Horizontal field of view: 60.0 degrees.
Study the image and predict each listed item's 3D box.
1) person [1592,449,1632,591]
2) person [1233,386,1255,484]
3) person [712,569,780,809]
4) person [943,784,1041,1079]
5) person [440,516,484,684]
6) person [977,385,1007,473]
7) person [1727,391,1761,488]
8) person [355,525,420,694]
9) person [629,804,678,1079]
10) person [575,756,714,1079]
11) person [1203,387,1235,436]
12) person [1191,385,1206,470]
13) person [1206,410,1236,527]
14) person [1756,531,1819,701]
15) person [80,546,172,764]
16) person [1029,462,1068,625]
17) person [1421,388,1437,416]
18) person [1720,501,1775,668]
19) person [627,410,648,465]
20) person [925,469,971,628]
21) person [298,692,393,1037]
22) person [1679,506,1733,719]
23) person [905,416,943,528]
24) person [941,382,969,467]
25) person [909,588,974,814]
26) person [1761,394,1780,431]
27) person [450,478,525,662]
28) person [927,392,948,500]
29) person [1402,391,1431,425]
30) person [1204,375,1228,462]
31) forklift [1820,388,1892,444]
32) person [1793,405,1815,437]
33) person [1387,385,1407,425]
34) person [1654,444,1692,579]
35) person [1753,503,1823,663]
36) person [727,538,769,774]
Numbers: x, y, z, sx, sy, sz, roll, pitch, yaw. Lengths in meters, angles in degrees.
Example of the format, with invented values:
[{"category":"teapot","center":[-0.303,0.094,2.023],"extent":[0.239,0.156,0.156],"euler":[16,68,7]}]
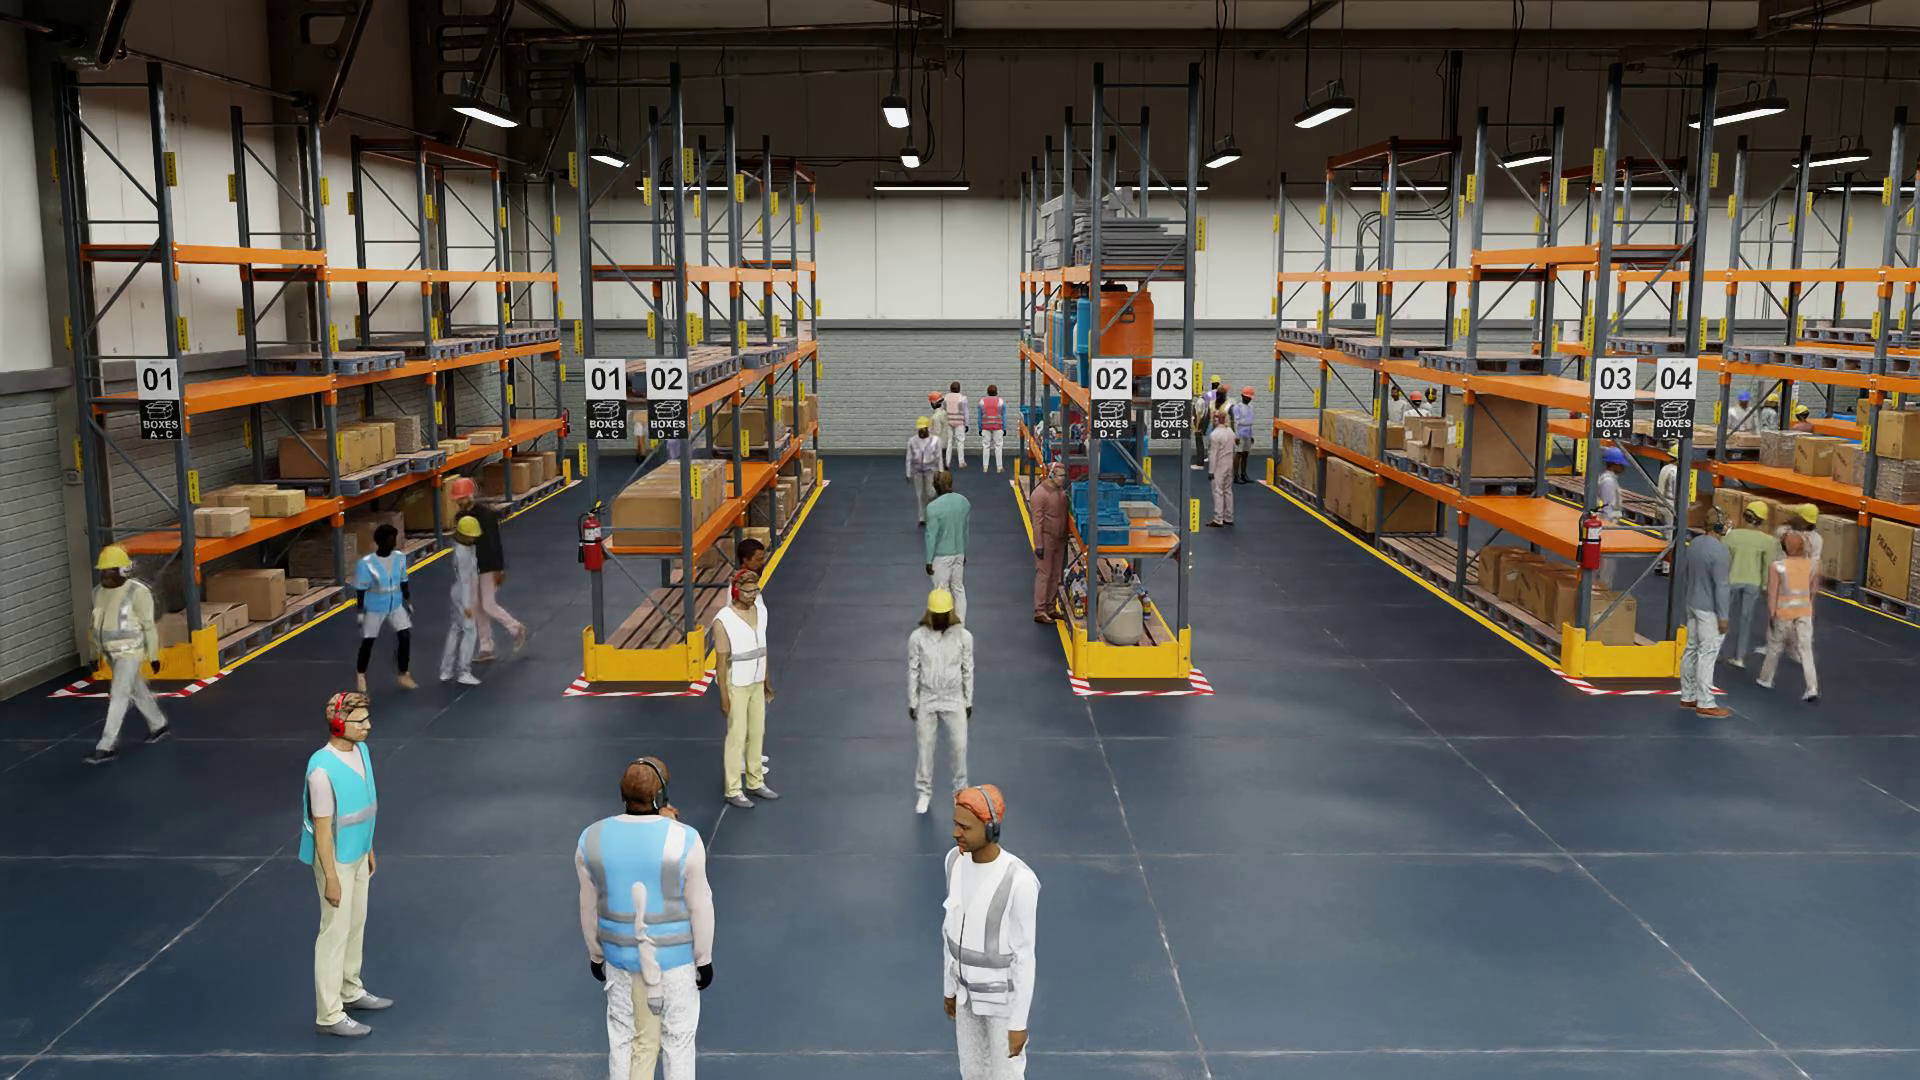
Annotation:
[{"category":"person","center":[8.094,-0.180,20.724],"extent":[0.541,1.918,0.651],"euler":[3,9,20]},{"category":"person","center":[5.614,-2.062,32.766],"extent":[0.542,1.930,0.367],"euler":[-8,12,-44]},{"category":"person","center":[-1.652,1.119,12.630],"extent":[0.411,1.830,0.574],"euler":[5,10,30]},{"category":"person","center":[0.115,1.955,7.100],"extent":[0.357,1.879,0.574],"euler":[-7,11,-37]},{"category":"person","center":[-4.951,0.589,16.452],"extent":[0.531,1.698,0.578],"euler":[-2,9,-13]},{"category":"person","center":[0.681,-2.322,34.717],"extent":[0.625,1.846,0.429],"euler":[1,9,8]},{"category":"person","center":[14.967,-1.894,31.788],"extent":[0.603,1.892,0.999],"euler":[0,9,1]},{"category":"person","center":[-5.554,0.664,16.067],"extent":[0.713,1.659,0.603],"euler":[7,11,38]},{"category":"person","center":[-1.410,1.990,7.648],"extent":[0.281,1.633,0.499],"euler":[-2,9,-10]},{"category":"person","center":[-1.414,1.892,7.613],"extent":[0.621,1.845,0.429],"euler":[1,9,9]},{"category":"person","center":[5.460,-2.297,34.677],"extent":[0.614,1.814,0.873],"euler":[8,12,42]},{"category":"person","center":[5.056,-2.404,35.262],"extent":[0.348,1.841,0.502],"euler":[1,9,8]},{"category":"person","center":[4.224,-1.163,27.107],"extent":[0.397,1.900,0.648],"euler":[7,11,39]},{"category":"person","center":[7.990,0.719,15.951],"extent":[0.524,1.596,0.868],"euler":[0,9,1]},{"category":"person","center":[-7.055,0.928,14.007],"extent":[0.607,1.786,0.955],"euler":[4,10,23]},{"category":"person","center":[1.075,0.028,19.449],"extent":[0.401,1.896,0.650],"euler":[6,11,34]},{"category":"person","center":[9.367,-2.115,33.316],"extent":[0.309,1.864,0.535],"euler":[1,9,5]},{"category":"person","center":[8.134,0.448,17.313],"extent":[0.558,1.720,0.713],"euler":[4,10,23]},{"category":"person","center":[-6.998,-2.589,36.367],"extent":[0.667,1.873,0.984],"euler":[-6,10,-32]},{"category":"person","center":[-0.145,0.183,18.339],"extent":[0.372,1.930,0.631],"euler":[9,12,44]},{"category":"person","center":[-3.289,1.706,8.845],"extent":[0.392,1.836,0.561],"euler":[0,9,1]},{"category":"person","center":[6.861,0.654,15.263],"extent":[0.376,1.940,0.627],"euler":[-1,9,-3]},{"category":"person","center":[-0.588,-1.093,26.890],"extent":[0.616,1.813,0.445],"euler":[2,9,10]},{"category":"person","center":[-0.104,-2.480,35.739],"extent":[0.627,1.843,0.429],"euler":[3,9,17]},{"category":"person","center":[-0.140,1.201,12.415],"extent":[0.487,1.734,0.347],"euler":[0,9,3]},{"category":"person","center":[16.338,-2.090,33.580],"extent":[0.324,1.730,0.494],"euler":[0,9,1]},{"category":"person","center":[-5.001,0.303,17.458],"extent":[0.653,1.955,0.653],"euler":[6,11,34]},{"category":"person","center":[-0.406,-1.712,30.334],"extent":[0.391,1.986,0.608],"euler":[2,9,13]},{"category":"person","center":[8.551,-1.828,31.280],"extent":[0.546,1.931,0.378],"euler":[-1,9,-7]},{"category":"person","center":[5.632,-2.678,36.737],"extent":[0.588,1.927,0.365],"euler":[-3,9,-19]},{"category":"forklift","center":[20.072,-3.110,36.462],"extent":[1.873,2.768,1.129],"euler":[0,9,0]},{"category":"person","center":[15.166,-1.549,30.020],"extent":[0.524,1.759,0.328],"euler":[-4,10,-25]},{"category":"person","center":[8.999,-2.270,34.345],"extent":[0.325,1.861,0.508],"euler":[-7,11,-39]},{"category":"person","center":[9.575,-0.384,22.335],"extent":[0.404,1.824,0.589],"euler":[1,9,5]},{"category":"person","center":[8.674,0.430,17.473],"extent":[0.367,1.697,0.672],"euler":[-7,11,-37]},{"category":"person","center":[-1.754,0.933,13.540],"extent":[0.373,1.915,0.594],"euler":[-1,9,-5]}]
